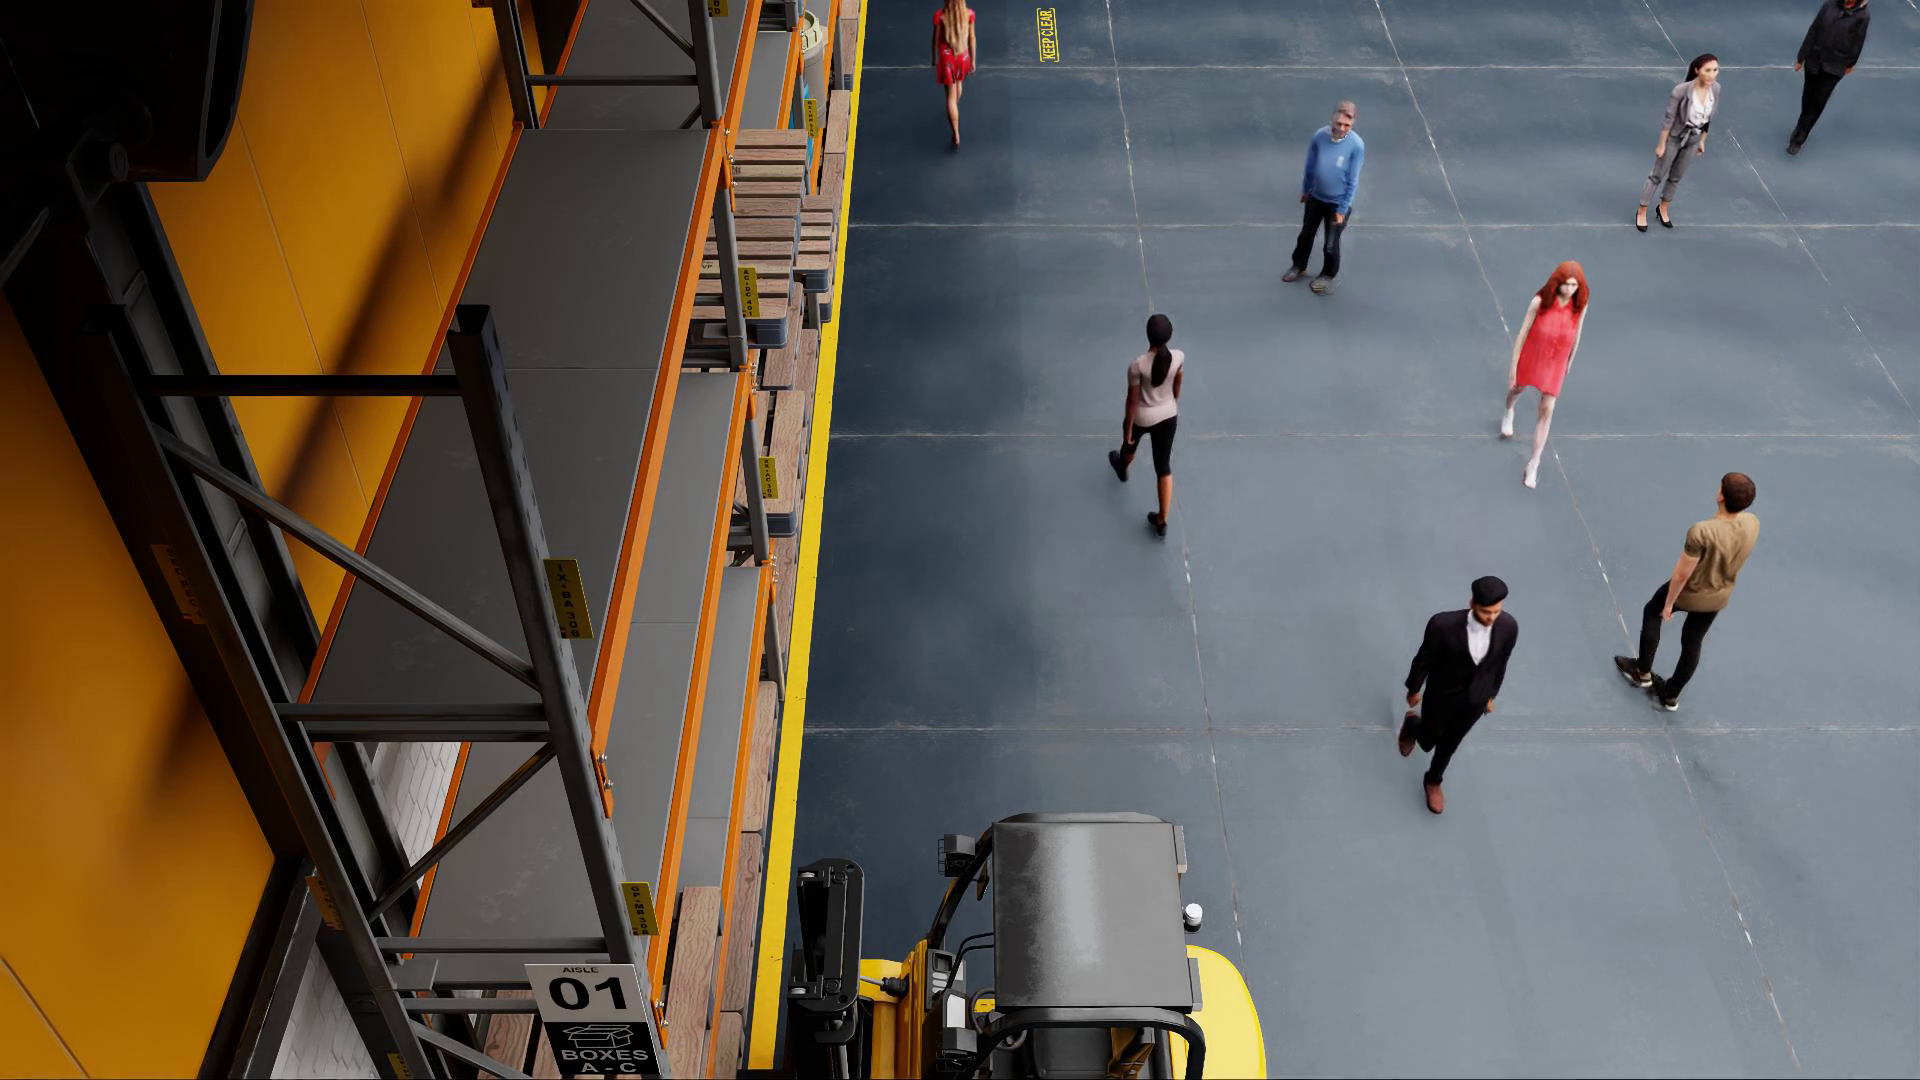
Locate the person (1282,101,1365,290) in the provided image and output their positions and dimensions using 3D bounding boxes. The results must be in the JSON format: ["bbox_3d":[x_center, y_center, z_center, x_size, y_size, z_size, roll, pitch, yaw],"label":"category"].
[{"bbox_3d":[3.160,-2.897,13.990,0.856,1.782,0.812,-34,53,-30],"label":"person"}]

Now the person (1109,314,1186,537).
[{"bbox_3d":[1.400,-0.792,11.843,0.881,1.696,1.242,-12,45,-12],"label":"person"}]

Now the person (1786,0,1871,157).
[{"bbox_3d":[8.256,-4.584,15.785,0.986,1.750,1.061,32,52,29],"label":"person"}]

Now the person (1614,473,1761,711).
[{"bbox_3d":[4.702,0.397,10.495,0.713,1.834,0.768,-9,44,-9],"label":"person"}]

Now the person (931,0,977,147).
[{"bbox_3d":[-0.062,-4.521,15.867,0.678,1.545,1.095,-5,44,-5],"label":"person"}]

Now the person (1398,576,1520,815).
[{"bbox_3d":[2.969,0.831,10.013,0.708,1.870,0.857,-1,44,-1],"label":"person"}]

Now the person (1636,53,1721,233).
[{"bbox_3d":[6.376,-3.528,14.728,0.666,1.678,0.652,-8,44,-8],"label":"person"}]

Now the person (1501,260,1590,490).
[{"bbox_3d":[4.297,-1.349,12.374,0.739,1.769,1.176,5,44,6],"label":"person"}]
